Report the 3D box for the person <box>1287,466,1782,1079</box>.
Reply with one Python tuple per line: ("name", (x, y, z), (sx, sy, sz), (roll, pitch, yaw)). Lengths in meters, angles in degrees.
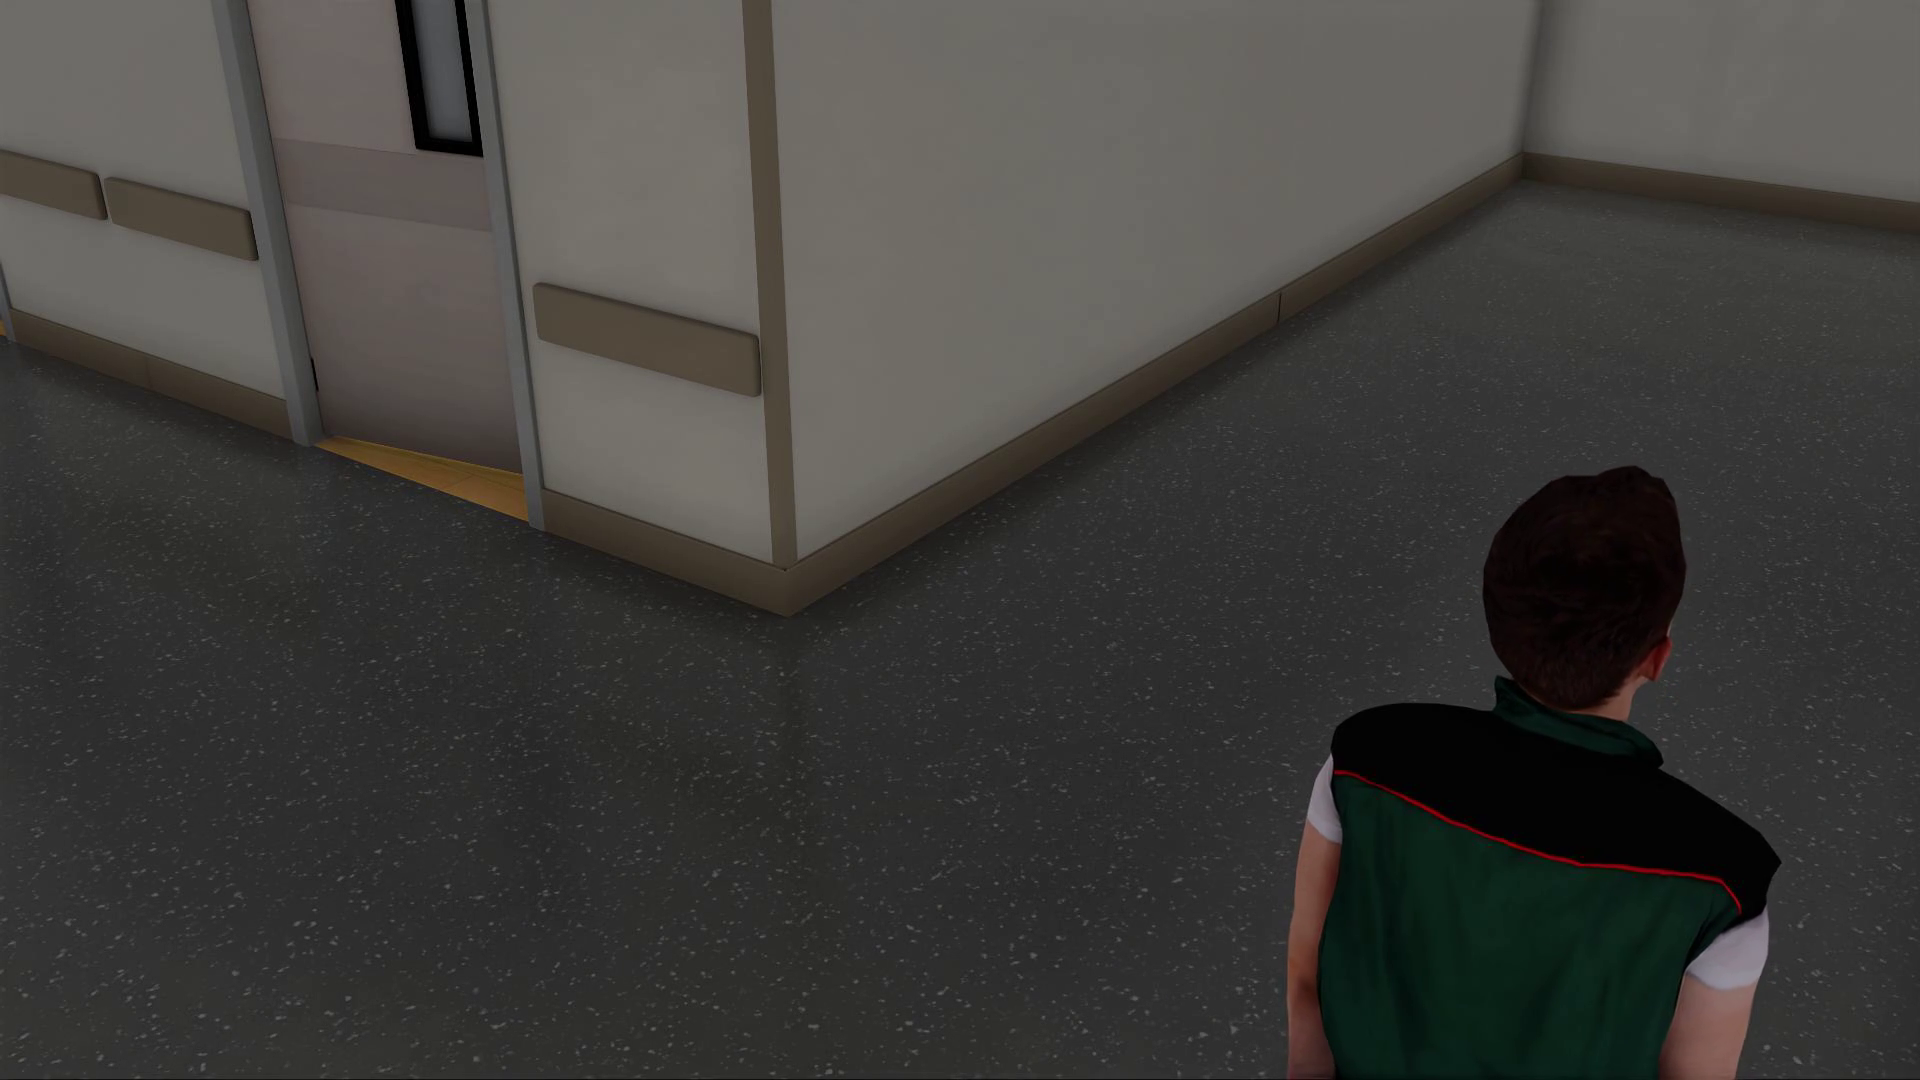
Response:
("person", (0.618, 0.761, 1.967), (0.628, 1.842, 0.554), (17, 31, 31))
